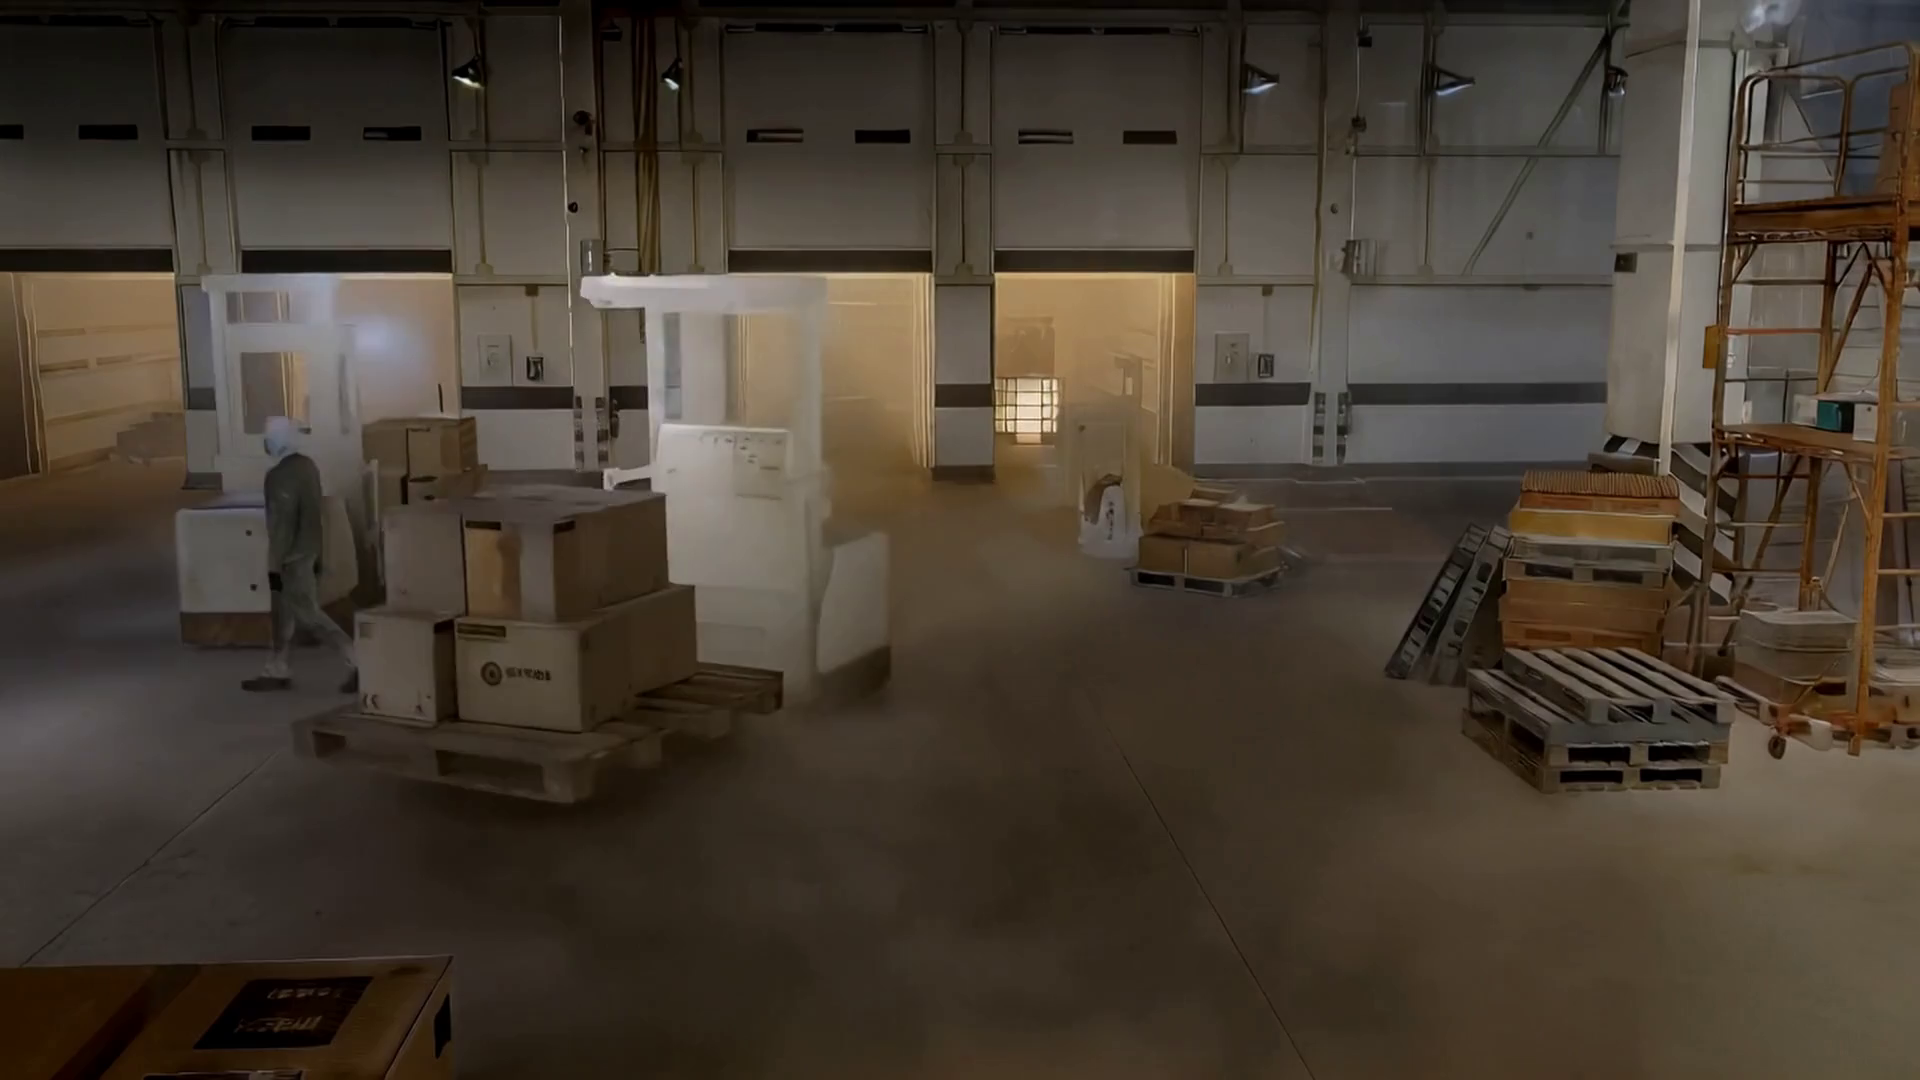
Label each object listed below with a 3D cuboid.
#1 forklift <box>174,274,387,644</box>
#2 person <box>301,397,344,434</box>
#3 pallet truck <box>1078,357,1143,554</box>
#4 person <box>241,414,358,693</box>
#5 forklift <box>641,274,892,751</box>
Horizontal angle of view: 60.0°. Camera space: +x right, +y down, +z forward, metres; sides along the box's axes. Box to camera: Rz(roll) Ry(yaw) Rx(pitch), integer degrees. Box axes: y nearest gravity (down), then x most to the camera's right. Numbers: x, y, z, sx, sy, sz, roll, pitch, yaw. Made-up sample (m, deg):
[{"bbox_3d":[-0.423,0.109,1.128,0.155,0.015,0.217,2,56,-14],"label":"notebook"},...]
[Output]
[{"bbox_3d":[-5.380,-0.700,13.145,1.129,2.768,1.873,-1,9,-4],"label":"forklift"},{"bbox_3d":[-6.086,-0.535,15.812,0.536,1.696,0.321,-9,12,-43],"label":"person"},{"bbox_3d":[2.088,-0.836,16.757,1.885,1.965,0.823,2,9,13],"label":"pallet truck"},{"bbox_3d":[-4.387,0.104,11.155,0.936,1.910,0.638,0,9,0],"label":"person"},{"bbox_3d":[-1.297,-0.292,10.580,1.129,2.768,1.873,4,10,24],"label":"forklift"}]
